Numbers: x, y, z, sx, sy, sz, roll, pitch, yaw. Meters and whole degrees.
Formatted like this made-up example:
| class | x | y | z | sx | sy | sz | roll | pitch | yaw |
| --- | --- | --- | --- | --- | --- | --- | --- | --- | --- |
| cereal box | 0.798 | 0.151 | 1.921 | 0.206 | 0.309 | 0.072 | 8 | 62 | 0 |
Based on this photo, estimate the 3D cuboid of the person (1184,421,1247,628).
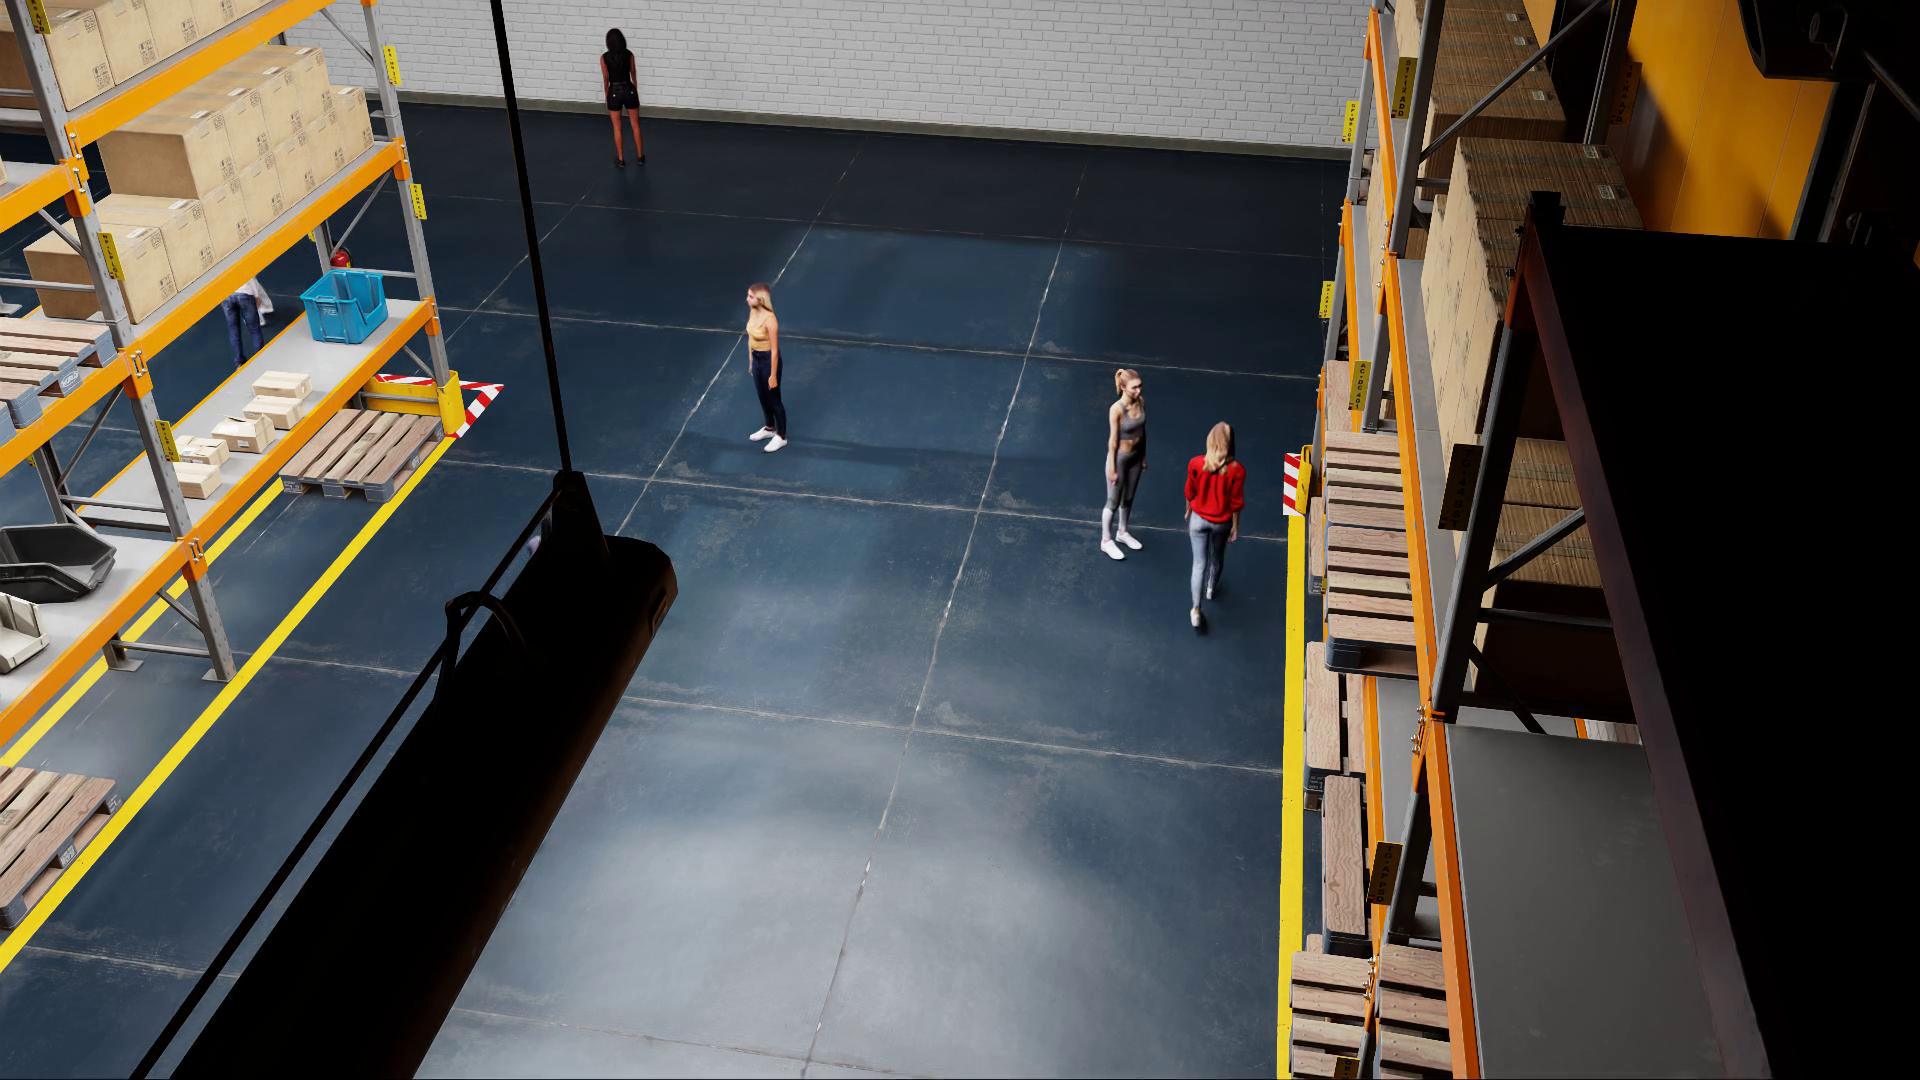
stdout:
| class | x | y | z | sx | sy | sz | roll | pitch | yaw |
| --- | --- | --- | --- | --- | --- | --- | --- | --- | --- |
| person | 1.930 | -0.125 | 12.841 | 0.623 | 1.688 | 0.885 | 6 | 34 | 9 |

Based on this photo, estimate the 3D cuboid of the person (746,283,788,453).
| class | x | y | z | sx | sy | sz | roll | pitch | yaw |
| --- | --- | --- | --- | --- | --- | --- | --- | --- | --- |
| person | -1.755 | -1.582 | 15.090 | 0.699 | 1.627 | 0.639 | -21 | 39 | -29 |

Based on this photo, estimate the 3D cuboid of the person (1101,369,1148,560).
| class | x | y | z | sx | sy | sz | roll | pitch | yaw |
| --- | --- | --- | --- | --- | --- | --- | --- | --- | --- |
| person | 1.345 | -0.646 | 13.612 | 0.609 | 1.704 | 0.692 | -29 | 43 | -36 |

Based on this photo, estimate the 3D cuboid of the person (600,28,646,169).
| class | x | y | z | sx | sy | sz | roll | pitch | yaw |
| --- | --- | --- | --- | --- | --- | --- | --- | --- | --- |
| person | -4.267 | -5.589 | 21.013 | 0.678 | 1.743 | 0.691 | -12 | 36 | -18 |
